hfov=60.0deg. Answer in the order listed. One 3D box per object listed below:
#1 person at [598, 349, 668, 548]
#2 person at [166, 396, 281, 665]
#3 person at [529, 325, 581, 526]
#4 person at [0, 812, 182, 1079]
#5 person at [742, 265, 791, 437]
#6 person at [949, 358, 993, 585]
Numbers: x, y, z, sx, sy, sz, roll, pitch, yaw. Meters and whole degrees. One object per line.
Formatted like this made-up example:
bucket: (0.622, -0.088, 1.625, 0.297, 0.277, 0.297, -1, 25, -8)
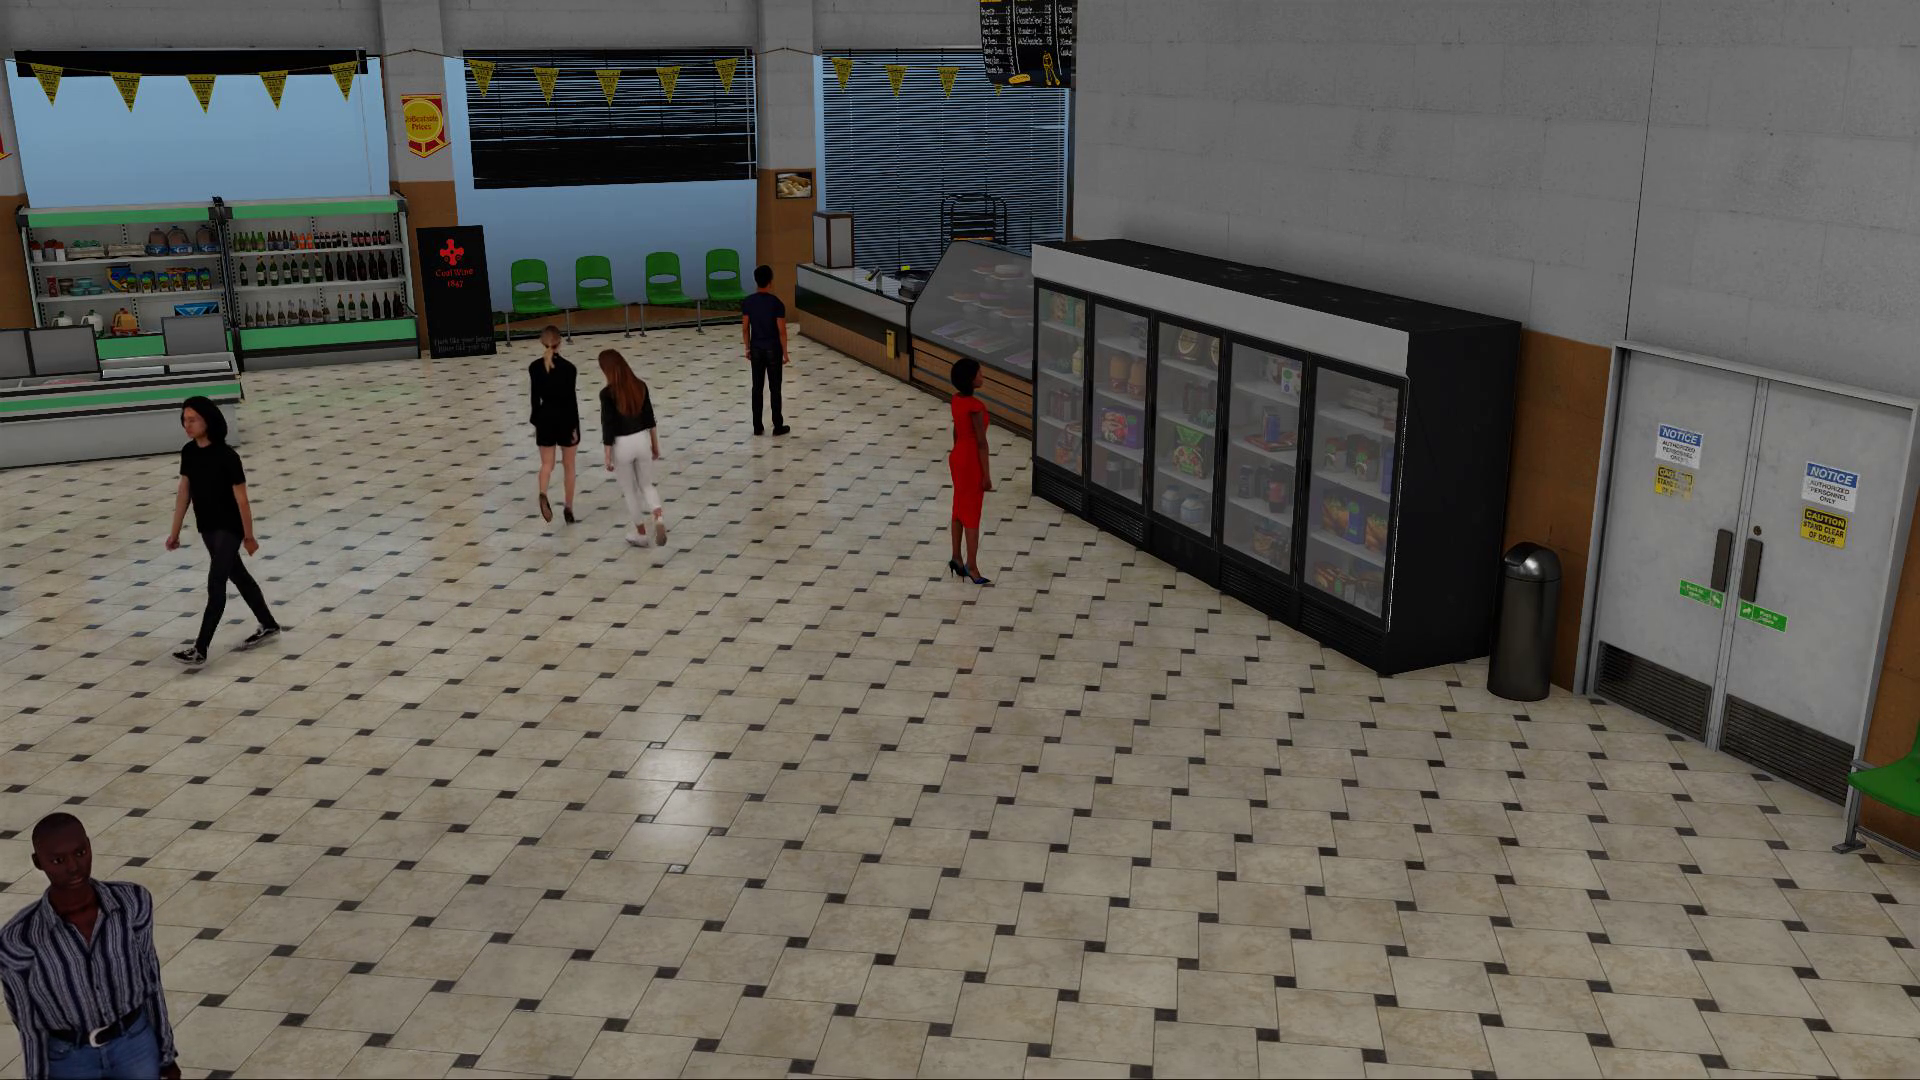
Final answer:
person: (-2.644, -0.697, 13.454, 0.883, 1.661, 0.822, -10, 20, -30)
person: (-4.919, -0.097, 11.252, 1.053, 1.793, 1.226, 10, 20, 31)
person: (-3.404, -0.899, 13.984, 1.015, 1.740, 0.904, 0, 17, 0)
person: (-2.776, 1.697, 5.340, 0.751, 1.795, 0.609, 15, 22, 40)
person: (-2.047, -1.990, 17.486, 0.676, 1.793, 0.773, 3, 17, 11)
person: (0.060, -0.531, 12.768, 0.507, 1.743, 0.580, -9, 19, -27)
